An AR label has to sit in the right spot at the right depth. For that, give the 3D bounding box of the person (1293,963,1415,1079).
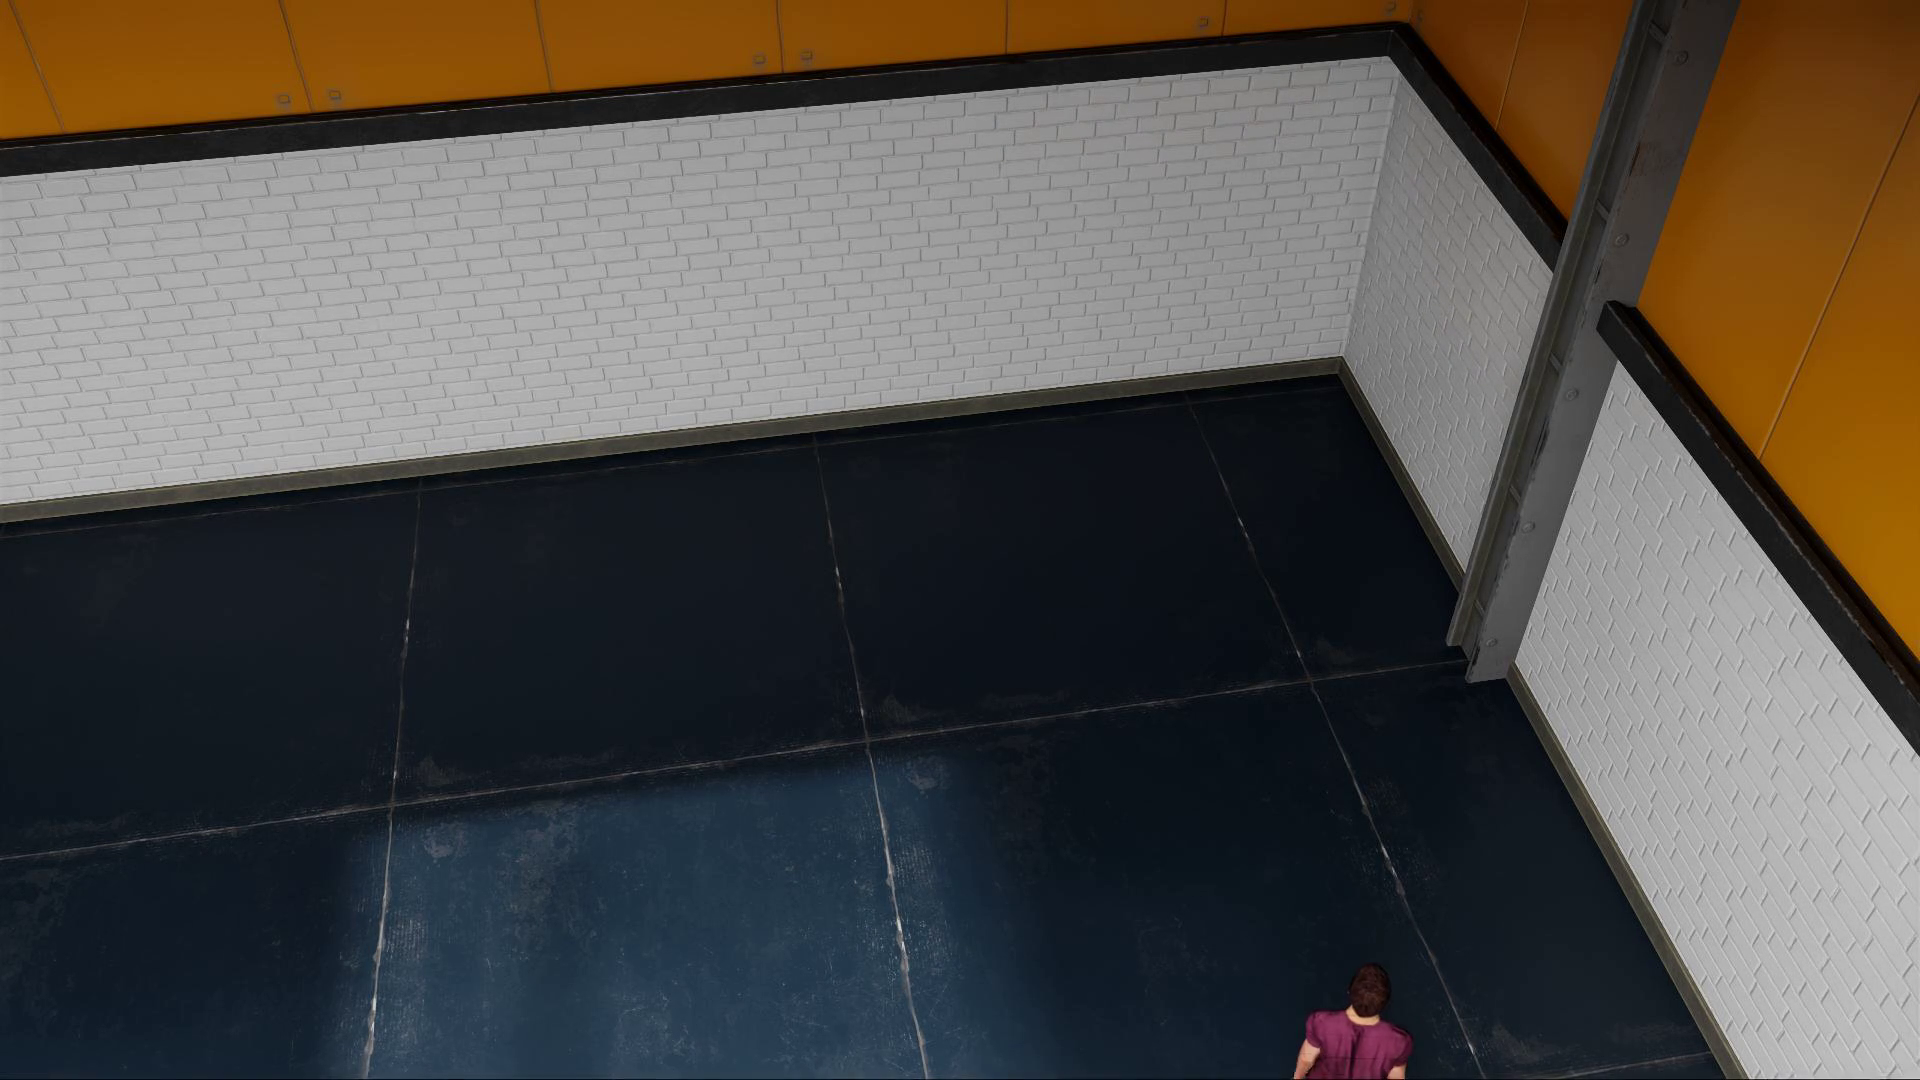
[{"bbox_3d":[1.848,2.684,7.996,0.863,1.843,0.954,12,45,13],"label":"person"}]
